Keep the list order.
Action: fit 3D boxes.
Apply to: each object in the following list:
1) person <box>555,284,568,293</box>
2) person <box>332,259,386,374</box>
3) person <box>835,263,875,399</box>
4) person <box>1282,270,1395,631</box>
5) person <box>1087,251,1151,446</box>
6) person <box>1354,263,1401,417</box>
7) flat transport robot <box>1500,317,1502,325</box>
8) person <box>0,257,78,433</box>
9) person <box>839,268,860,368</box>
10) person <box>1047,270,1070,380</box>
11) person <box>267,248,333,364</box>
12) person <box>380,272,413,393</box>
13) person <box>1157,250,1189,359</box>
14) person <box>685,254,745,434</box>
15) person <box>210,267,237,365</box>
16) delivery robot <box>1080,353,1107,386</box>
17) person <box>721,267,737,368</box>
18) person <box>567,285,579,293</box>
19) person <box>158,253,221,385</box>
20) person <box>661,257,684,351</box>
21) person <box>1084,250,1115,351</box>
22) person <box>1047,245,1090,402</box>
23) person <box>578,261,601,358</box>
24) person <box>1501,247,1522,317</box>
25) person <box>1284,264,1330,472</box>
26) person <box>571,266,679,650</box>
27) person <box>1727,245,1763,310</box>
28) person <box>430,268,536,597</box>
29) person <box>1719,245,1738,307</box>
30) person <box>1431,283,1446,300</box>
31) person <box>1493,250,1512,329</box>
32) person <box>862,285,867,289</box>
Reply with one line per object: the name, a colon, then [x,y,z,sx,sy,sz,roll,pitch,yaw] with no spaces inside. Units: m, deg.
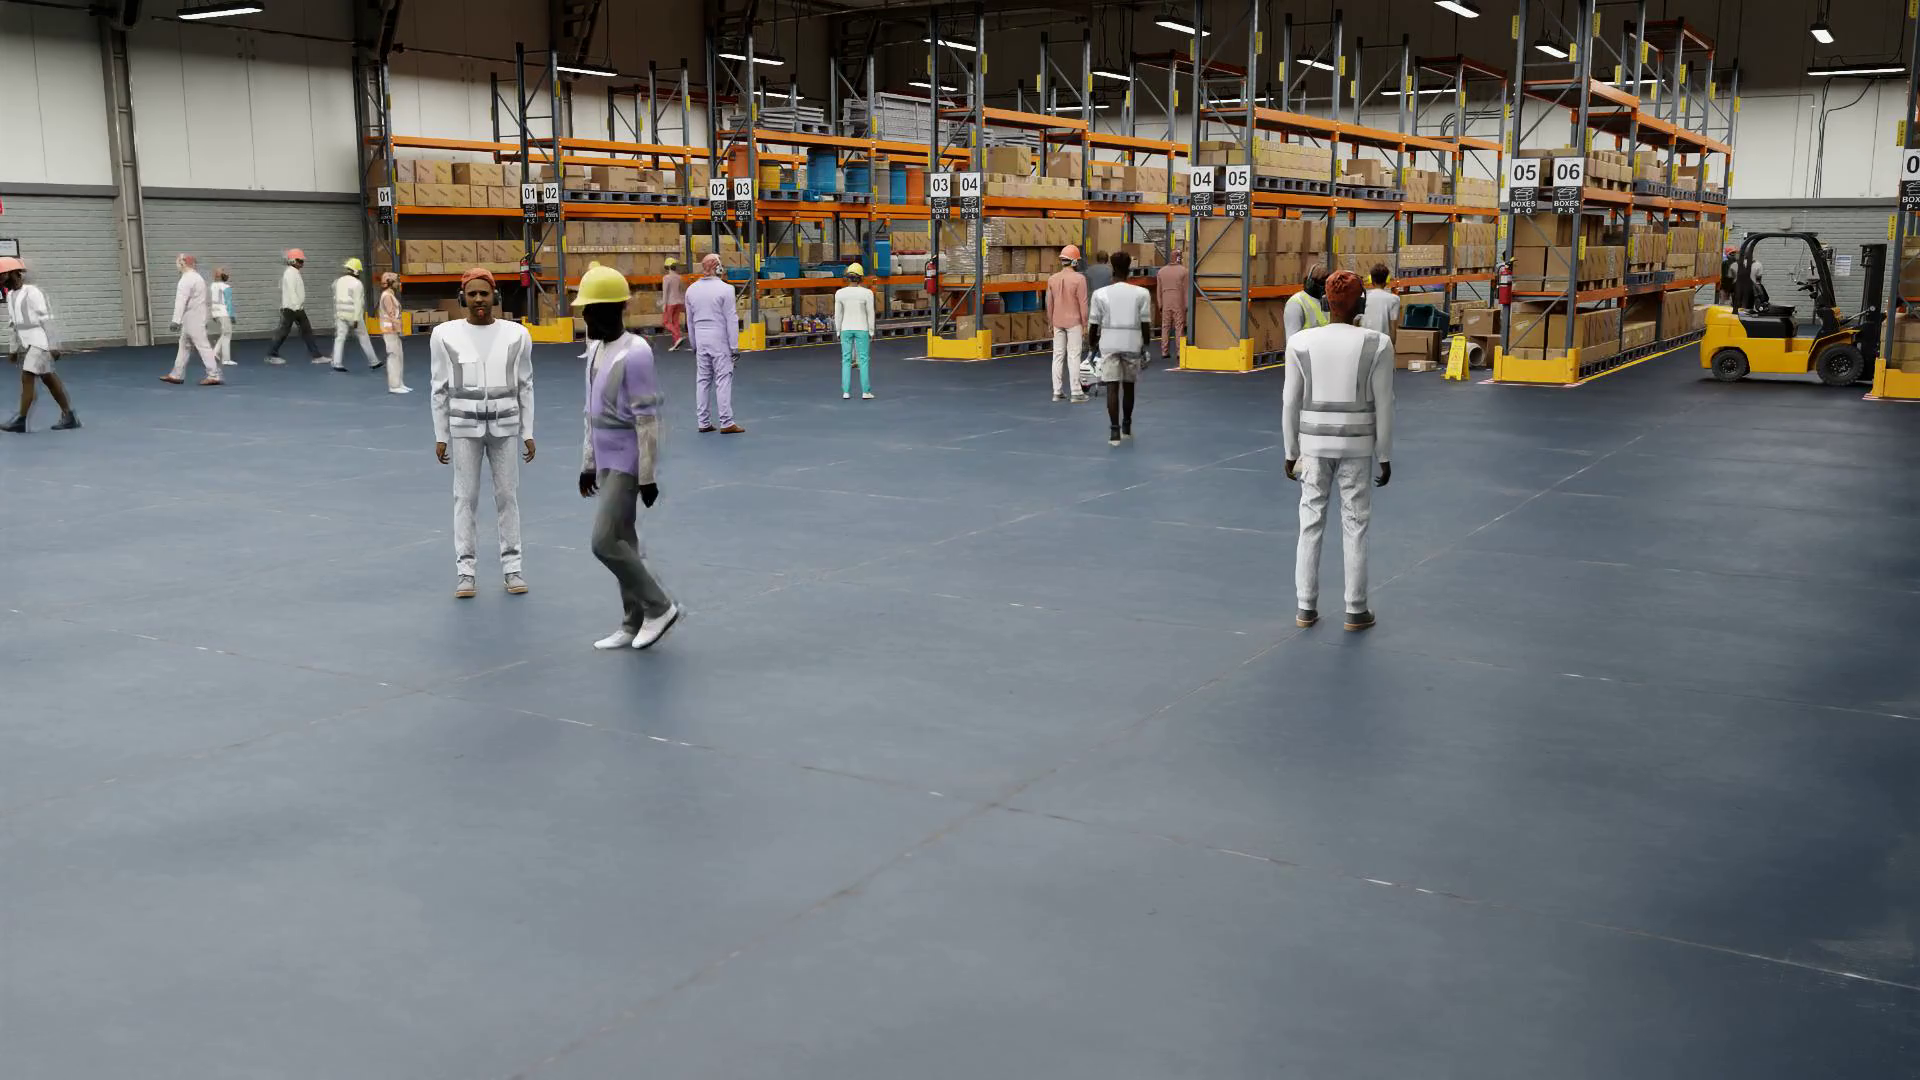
person: [-9.290,-5.852,38.945,0.511,1.872,0.329,5,11,24]
person: [-9.491,-3.505,26.060,0.588,1.768,0.962,5,11,26]
person: [-1.363,-2.705,21.613,0.526,1.768,0.331,2,10,10]
person: [1.981,-0.462,8.719,0.580,1.883,0.352,4,11,23]
person: [1.609,-1.952,16.918,0.624,1.924,0.945,0,10,0]
person: [4.383,-2.026,17.673,0.524,1.828,0.912,4,11,20]
flat transport robot: [13.128,-5.316,40.420,0.652,0.197,1.431,-5,11,-26]
person: [-10.020,-2.087,17.847,0.550,1.870,0.971,8,13,38]
person: [-1.779,-3.566,26.840,0.456,1.620,0.517,2,10,14]
person: [1.546,-3.195,24.729,0.500,1.633,0.284,1,10,7]
person: [-11.199,-3.914,27.924,1.037,1.941,0.640,-1,10,-6]
person: [-7.652,-2.790,22.466,0.350,1.638,0.526,-2,10,-12]
person: [3.783,-4.139,29.272,0.643,1.902,0.400,7,12,35]
person: [-2.602,-2.088,17.753,0.638,1.913,0.406,6,12,30]
person: [-12.249,-3.721,27.692,0.536,1.624,0.366,8,13,37]
delivery robot: [1.797,-2.270,22.302,0.477,0.478,0.707,5,11,27]
person: [-3.869,-3.596,26.969,0.501,1.633,0.285,2,10,9]
person: [-8.603,-5.554,37.194,0.614,1.900,0.470,4,11,22]
person: [-11.040,-3.122,23.645,0.937,1.863,0.663,-2,10,-14]
person: [-5.395,-4.421,31.247,0.407,1.752,0.541,6,12,30]
person: [2.603,-4.474,31.129,0.634,1.913,0.918,5,11,27]
person: [1.398,-2.760,21.273,0.609,1.996,0.379,8,13,38]
person: [-6.363,-4.084,29.478,0.810,1.711,0.493,-5,11,-27]
person: [13.774,-6.345,41.454,0.902,1.964,0.674,2,10,10]
person: [3.130,-1.530,14.825,0.429,1.839,0.634,9,14,41]
person: [-1.700,-0.383,8.212,0.409,1.912,0.592,-6,12,-29]
person: [17.111,-5.463,36.291,0.692,2.000,1.041,6,12,29]
person: [-2.732,-0.613,9.569,0.575,1.883,0.355,-4,11,-22]
person: [17.712,-5.792,38.343,0.666,1.959,0.759,-1,10,-6]
person: [11.791,-6.186,41.019,0.790,1.812,0.579,-6,12,-29]
person: [12.946,-5.945,39.505,0.516,1.860,0.322,4,11,20]
person: [-2.702,-7.131,45.741,0.617,2.007,0.610,8,13,37]
